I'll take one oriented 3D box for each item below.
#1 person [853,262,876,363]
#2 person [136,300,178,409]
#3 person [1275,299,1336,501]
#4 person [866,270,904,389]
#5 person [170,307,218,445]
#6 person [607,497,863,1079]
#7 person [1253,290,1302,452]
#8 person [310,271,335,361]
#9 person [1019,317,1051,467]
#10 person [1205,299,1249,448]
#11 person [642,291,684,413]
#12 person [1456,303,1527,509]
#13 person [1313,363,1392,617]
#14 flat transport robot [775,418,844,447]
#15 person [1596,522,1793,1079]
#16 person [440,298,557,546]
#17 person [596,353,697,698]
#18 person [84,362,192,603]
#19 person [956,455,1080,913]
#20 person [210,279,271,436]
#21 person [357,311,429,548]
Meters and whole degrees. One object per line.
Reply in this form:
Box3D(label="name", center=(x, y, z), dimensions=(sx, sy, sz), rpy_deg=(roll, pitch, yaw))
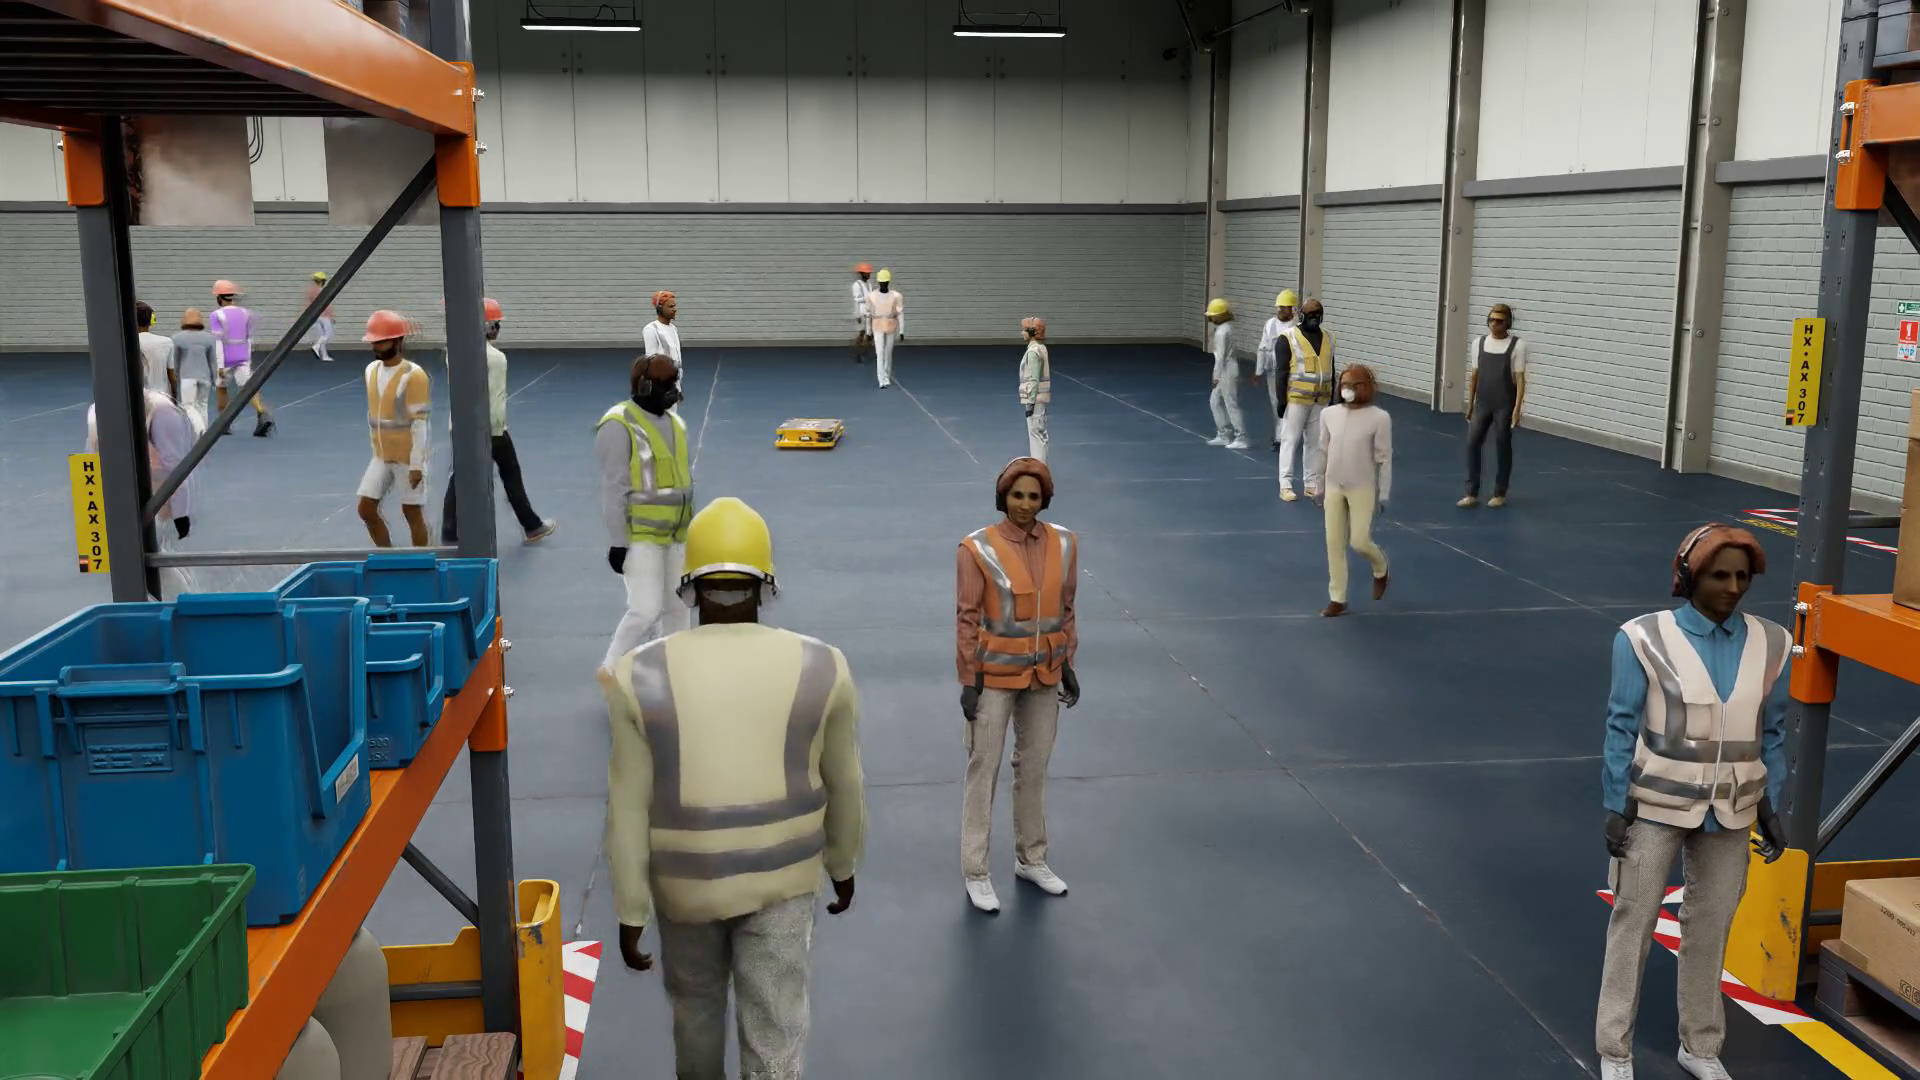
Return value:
Box3D(label="person", center=(-1.792, -4.335, 31.772), dimensions=(0.523, 1.915, 0.568), rpy_deg=(7, 13, 34))
Box3D(label="person", center=(-6.982, -1.124, 14.319), dimensions=(0.313, 1.865, 0.528), rpy_deg=(8, 13, 37))
Box3D(label="person", center=(3.177, -1.277, 15.227), dimensions=(0.633, 1.839, 0.429), rpy_deg=(-4, 11, -22))
Box3D(label="person", center=(-1.205, -3.394, 26.736), dimensions=(0.603, 1.882, 0.980), rpy_deg=(-1, 10, -5))
Box3D(label="person", center=(-8.646, -1.826, 18.843), dimensions=(0.500, 1.611, 0.710), rpy_deg=(-10, 14, -43))
Box3D(label="person", center=(-0.542, 0.781, 4.083), dimensions=(0.613, 1.784, 0.939), rpy_deg=(-2, 11, -10))
Box3D(label="person", center=(3.635, -1.915, 18.831), dimensions=(0.598, 1.826, 0.546), rpy_deg=(9, 14, 41))
Box3D(label="person", center=(-12.319, -4.297, 32.001), dimensions=(0.537, 1.750, 0.530), rpy_deg=(6, 12, 28))
Box3D(label="person", center=(0.720, -1.322, 16.021), dimensions=(0.310, 1.638, 0.523), rpy_deg=(2, 11, 11))
Box3D(label="person", center=(3.029, -1.880, 18.887), dimensions=(0.587, 1.701, 0.500), rpy_deg=(1, 10, 8))
Box3D(label="person", center=(-2.854, -1.461, 16.126), dimensions=(0.355, 1.880, 0.574), rpy_deg=(3, 11, 14))
Box3D(label="person", center=(4.668, -1.160, 14.626), dimensions=(0.534, 1.817, 0.769), rpy_deg=(8, 13, 38))
Box3D(label="person", center=(2.520, -0.323, 10.608), dimensions=(0.504, 1.619, 0.523), rpy_deg=(9, 14, 42))
Box3D(label="flat transport robot", center=(-1.749, -1.259, 19.430), dimensions=(0.652, 0.197, 1.431), rpy_deg=(0, 10, 1))
Box3D(label="person", center=(2.024, 0.761, 4.607), dimensions=(0.514, 1.639, 0.310), rpy_deg=(0, 10, -2))
Box3D(label="person", center=(-3.635, -0.888, 12.819), dimensions=(0.609, 1.940, 1.030), rpy_deg=(6, 12, 31))
Box3D(label="person", center=(-1.532, -0.025, 8.387), dimensions=(0.526, 1.829, 0.665), rpy_deg=(5, 12, 27))
Box3D(label="person", center=(-4.684, -0.193, 9.428), dimensions=(0.646, 1.793, 0.976), rpy_deg=(5, 12, 26))
Box3D(label="person", center=(0.209, 0.507, 6.004), dimensions=(0.515, 1.636, 0.315), rpy_deg=(-6, 12, -31))
Box3D(label="person", center=(-8.744, -2.192, 20.073), dimensions=(0.940, 1.908, 0.551), rpy_deg=(7, 12, 32))
Box3D(label="person", center=(-3.774, -0.552, 11.023), dimensions=(0.588, 1.916, 0.566), rpy_deg=(6, 12, 28))
